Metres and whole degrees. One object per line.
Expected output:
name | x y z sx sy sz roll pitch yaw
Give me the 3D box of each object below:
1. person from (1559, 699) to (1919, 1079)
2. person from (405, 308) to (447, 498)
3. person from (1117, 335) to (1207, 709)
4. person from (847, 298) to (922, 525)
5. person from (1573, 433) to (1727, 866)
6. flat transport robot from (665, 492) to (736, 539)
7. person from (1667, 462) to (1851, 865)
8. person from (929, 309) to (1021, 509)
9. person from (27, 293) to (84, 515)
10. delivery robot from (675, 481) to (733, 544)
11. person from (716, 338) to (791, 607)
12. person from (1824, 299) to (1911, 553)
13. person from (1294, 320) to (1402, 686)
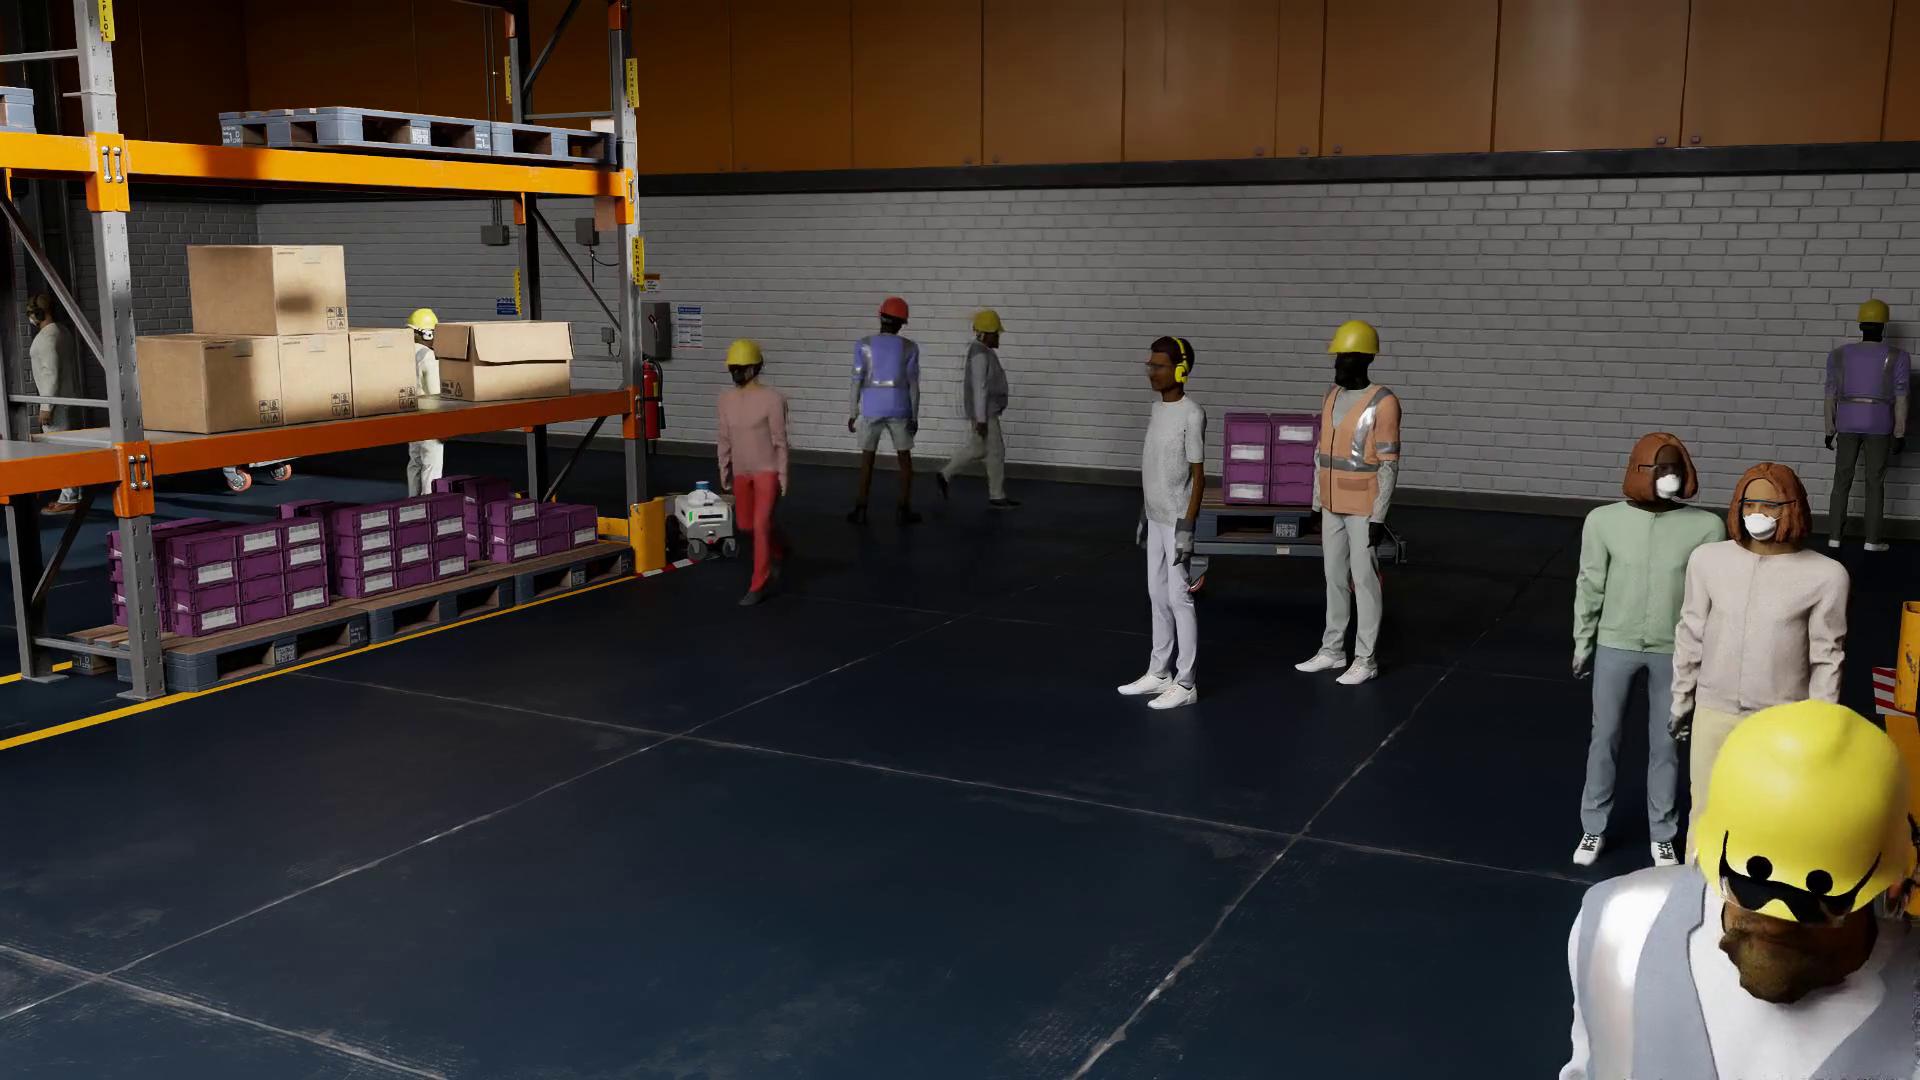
person | 0.985 1.049 2.077 0.607 1.786 0.685 8 12 38
person | -4.393 -0.984 13.699 0.403 1.827 0.590 -9 13 -42
person | 1.038 -0.090 8.382 0.328 1.875 0.513 -4 11 -22
person | -0.653 -1.077 14.044 0.658 1.896 0.412 0 10 -2
person | 2.524 0.418 6.132 0.507 1.632 0.268 4 10 20
flat transport robot | -2.186 -0.208 13.694 0.652 0.197 1.431 0 10 -1
person | 2.515 0.564 5.291 0.499 1.632 0.279 8 13 38
person | 0.139 -1.153 14.767 0.751 1.795 0.609 0 10 0
person | -7.916 -1.187 14.561 0.370 1.934 0.627 -2 10 -14
delivery robot | -1.938 -0.200 12.557 0.477 0.478 0.707 -3 10 -17
person | -1.303 -0.471 10.967 0.540 1.739 0.720 5 11 26
person | 6.912 -0.866 12.708 0.587 1.930 0.356 8 13 40
person | 2.074 -0.198 8.843 0.359 1.930 0.588 -5 11 -27
